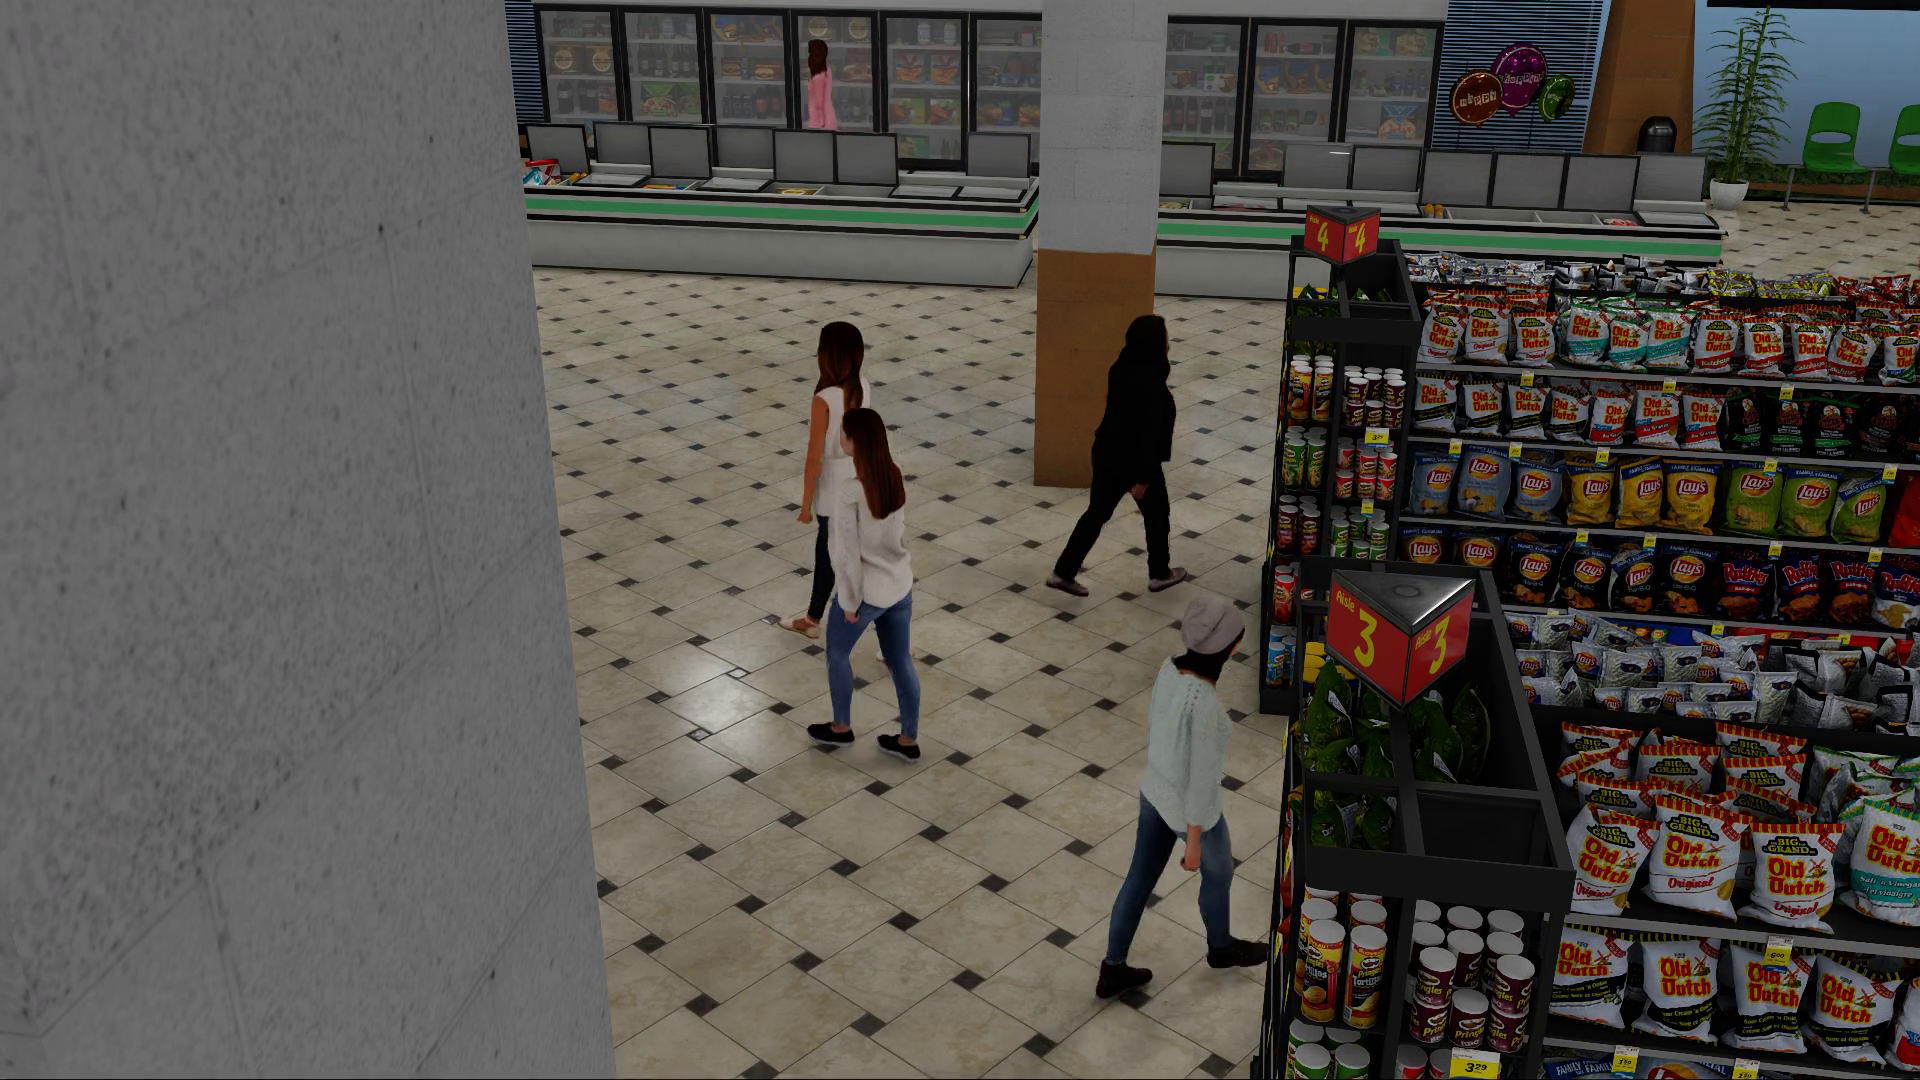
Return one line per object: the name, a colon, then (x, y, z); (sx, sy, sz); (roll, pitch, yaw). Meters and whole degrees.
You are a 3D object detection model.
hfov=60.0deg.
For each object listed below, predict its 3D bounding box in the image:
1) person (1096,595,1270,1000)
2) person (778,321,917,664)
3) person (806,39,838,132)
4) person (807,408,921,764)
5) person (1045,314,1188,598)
person: (0.717, 0.951, 5.830); (1.091, 1.612, 0.974); (-10, 25, -21)
person: (-0.513, -0.176, 8.239); (1.181, 1.745, 0.871); (13, 27, 28)
person: (-1.427, -4.527, 18.157); (1.101, 1.765, 0.687); (6, 24, 14)
person: (-0.307, 0.245, 7.368); (0.910, 1.673, 0.833); (20, 30, 38)
person: (0.836, -0.395, 8.949); (1.159, 1.577, 1.058); (-12, 26, -25)
